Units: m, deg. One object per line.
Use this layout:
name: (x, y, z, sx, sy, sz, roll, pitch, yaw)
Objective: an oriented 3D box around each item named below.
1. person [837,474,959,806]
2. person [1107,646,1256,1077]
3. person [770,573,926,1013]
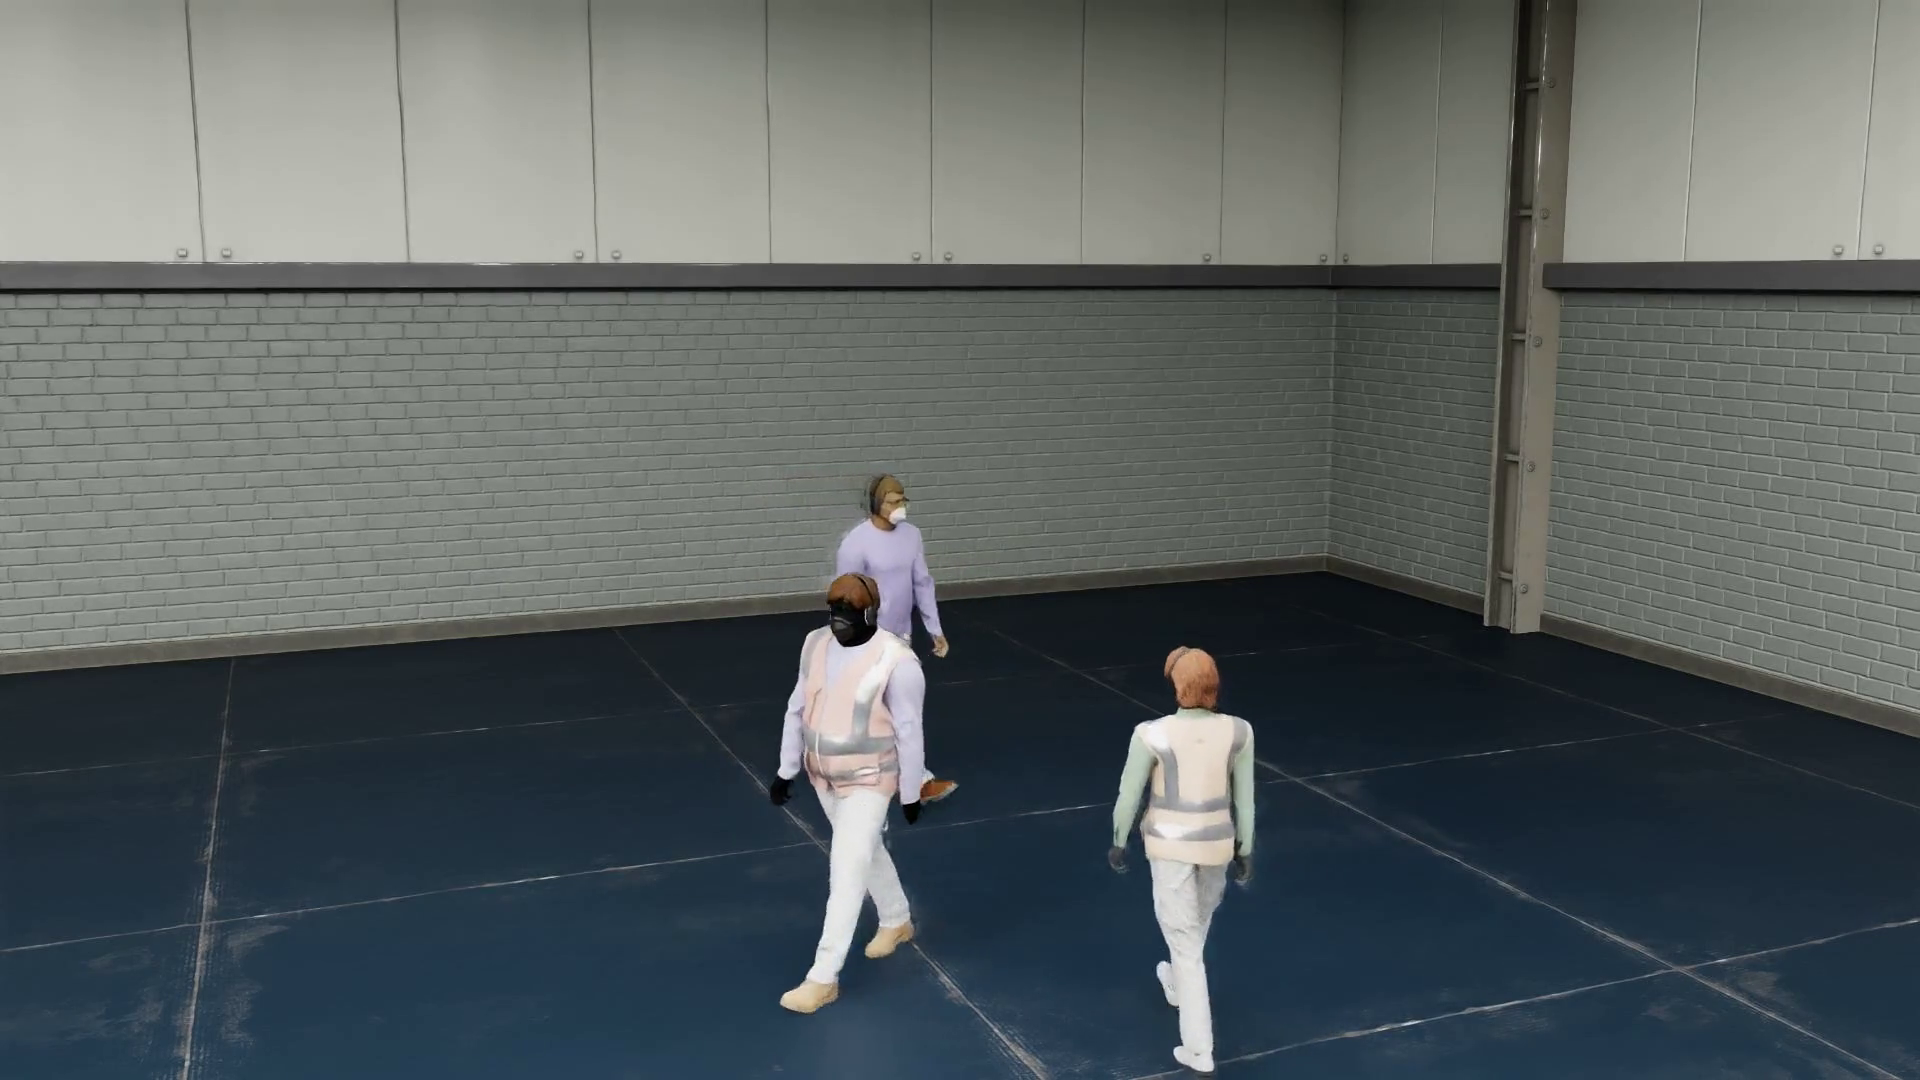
person: (-0.345, 0.571, 9.601, 0.990, 1.893, 0.636, 6, 11, 35)
person: (0.856, 1.203, 6.527, 0.532, 1.595, 0.840, -3, 9, -16)
person: (-0.462, 1.018, 7.123, 0.623, 1.797, 0.947, 8, 12, 42)
